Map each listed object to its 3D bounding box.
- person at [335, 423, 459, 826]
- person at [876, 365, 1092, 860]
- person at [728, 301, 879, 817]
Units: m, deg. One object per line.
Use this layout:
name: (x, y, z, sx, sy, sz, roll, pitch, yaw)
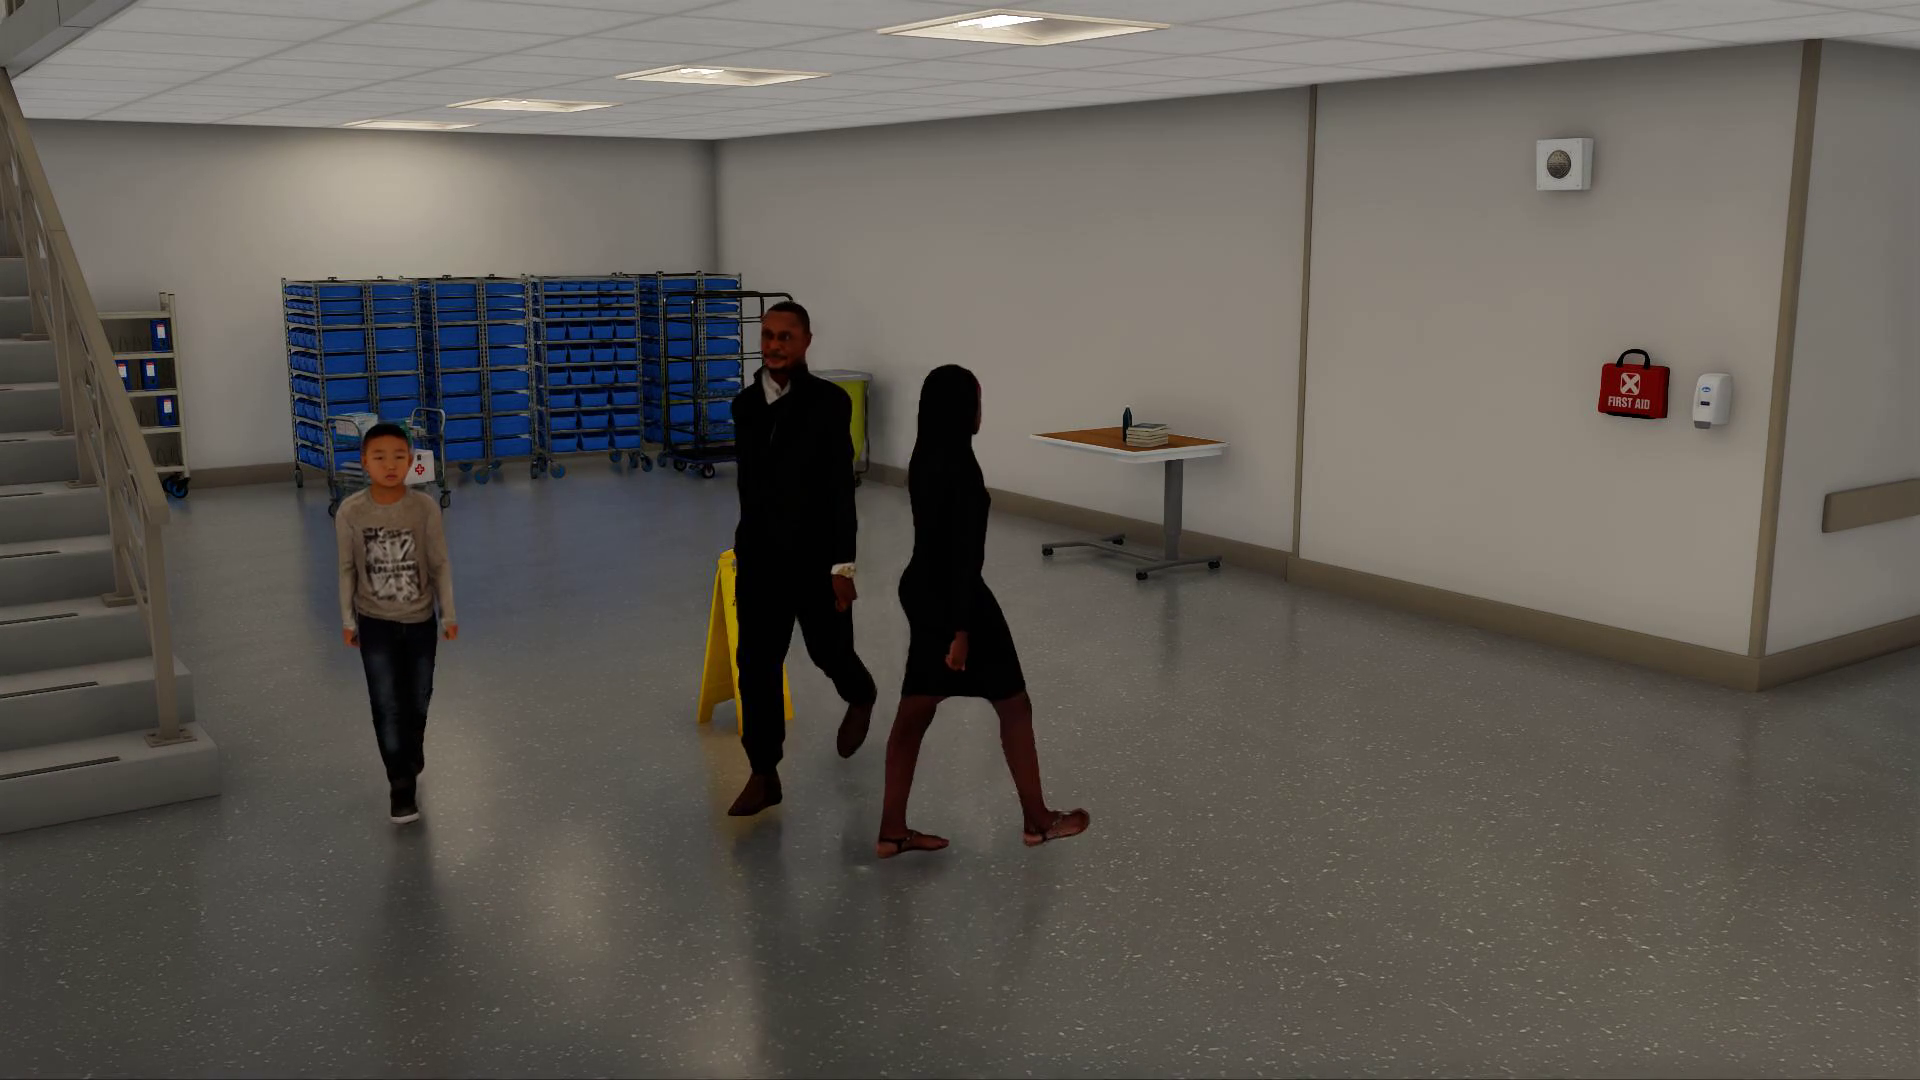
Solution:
person: (-2.129, 0.289, 6.282, 0.691, 1.441, 1.035, -5, 12, -24)
person: (-0.126, 0.280, 5.658, 0.805, 1.692, 0.972, -4, 12, -21)
person: (-0.588, 0.061, 6.341, 1.319, 1.867, 1.217, 4, 12, 21)
